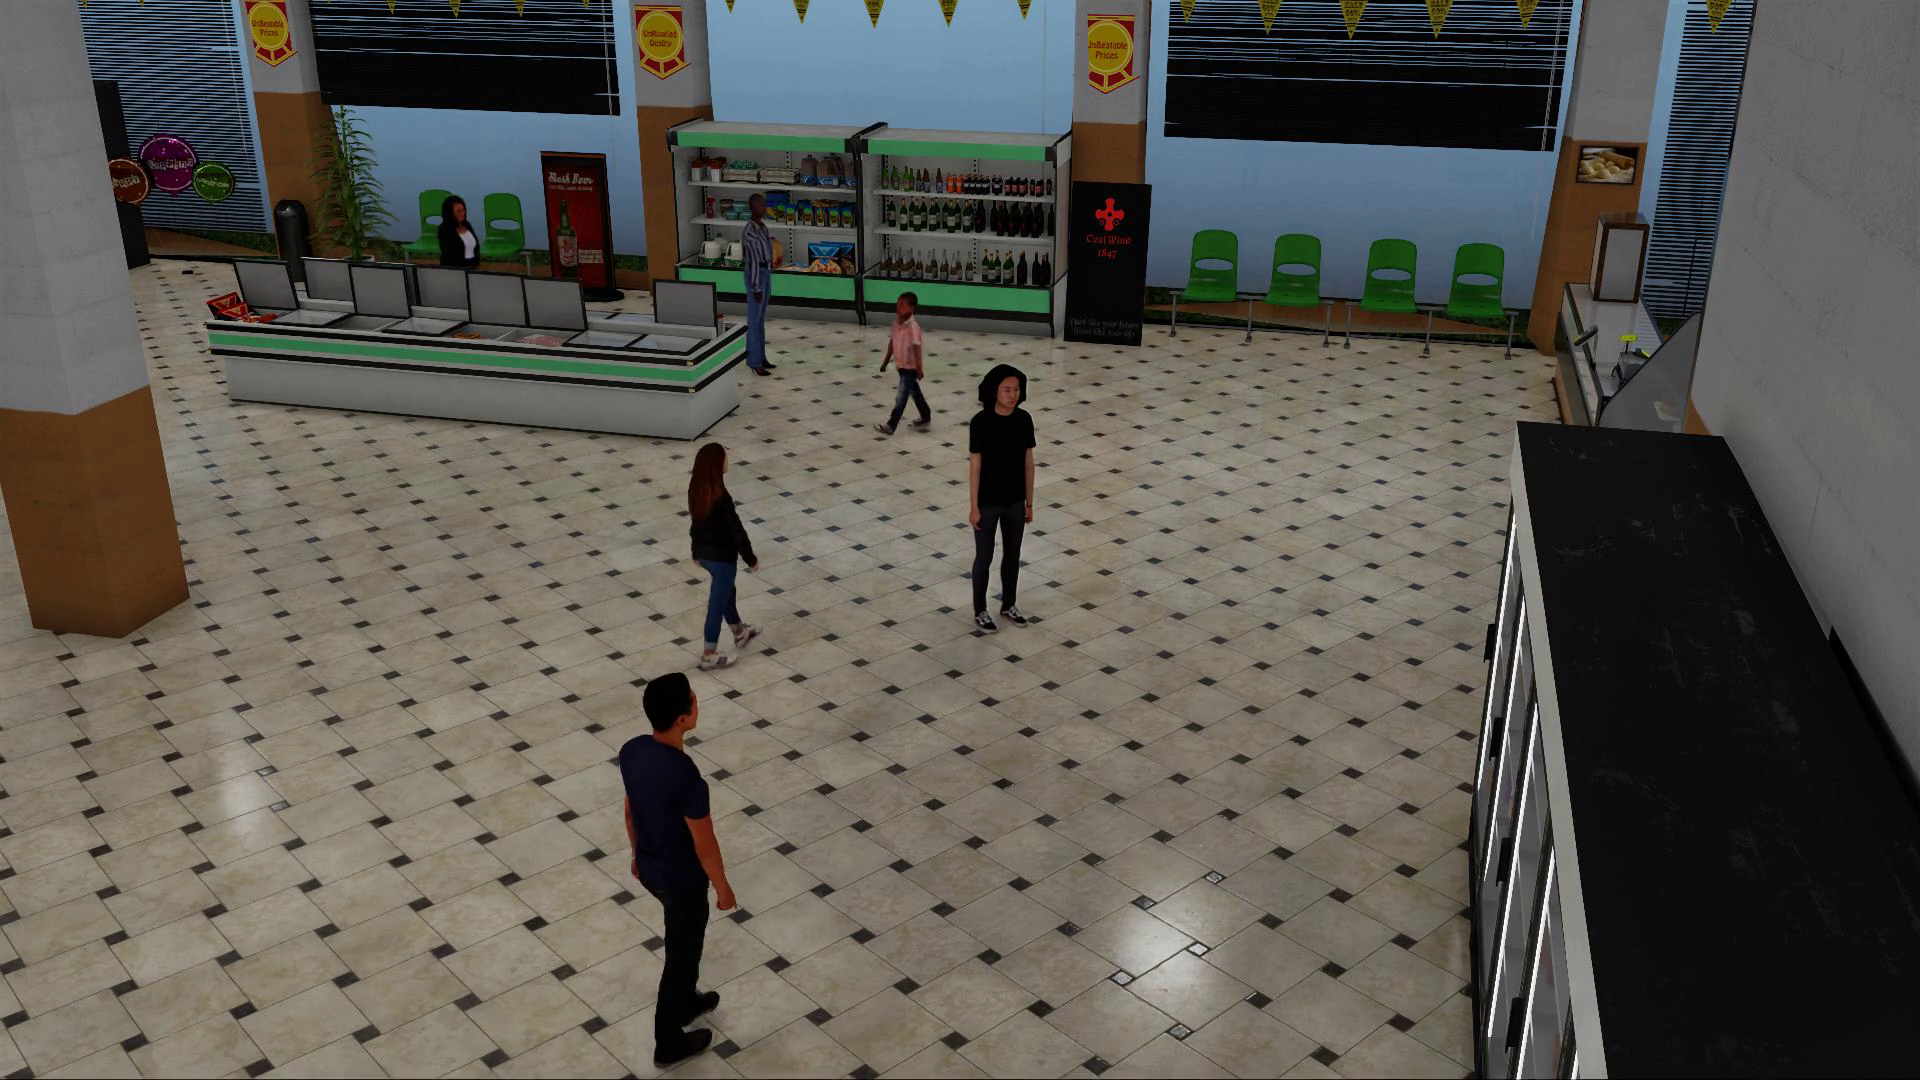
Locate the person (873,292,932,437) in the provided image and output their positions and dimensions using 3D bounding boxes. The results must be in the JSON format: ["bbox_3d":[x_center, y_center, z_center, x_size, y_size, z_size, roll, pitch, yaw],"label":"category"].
[{"bbox_3d":[-0.415,-1.571,14.871,0.926,1.267,0.884,-13,25,-29],"label":"person"}]

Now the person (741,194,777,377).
[{"bbox_3d":[-2.025,-2.559,16.623,0.549,1.794,0.629,4,22,9],"label":"person"}]

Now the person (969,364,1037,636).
[{"bbox_3d":[0.254,-0.286,10.920,0.657,1.827,0.755,-8,23,-19],"label":"person"}]

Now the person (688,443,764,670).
[{"bbox_3d":[-1.562,0.121,10.393,0.858,1.467,0.826,-17,27,-36],"label":"person"}]

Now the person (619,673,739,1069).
[{"bbox_3d":[-1.240,1.396,6.804,0.854,1.776,0.773,-19,28,-38],"label":"person"}]

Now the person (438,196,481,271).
[{"bbox_3d":[-5.332,-2.824,17.532,0.676,1.608,0.647,6,23,13],"label":"person"}]
